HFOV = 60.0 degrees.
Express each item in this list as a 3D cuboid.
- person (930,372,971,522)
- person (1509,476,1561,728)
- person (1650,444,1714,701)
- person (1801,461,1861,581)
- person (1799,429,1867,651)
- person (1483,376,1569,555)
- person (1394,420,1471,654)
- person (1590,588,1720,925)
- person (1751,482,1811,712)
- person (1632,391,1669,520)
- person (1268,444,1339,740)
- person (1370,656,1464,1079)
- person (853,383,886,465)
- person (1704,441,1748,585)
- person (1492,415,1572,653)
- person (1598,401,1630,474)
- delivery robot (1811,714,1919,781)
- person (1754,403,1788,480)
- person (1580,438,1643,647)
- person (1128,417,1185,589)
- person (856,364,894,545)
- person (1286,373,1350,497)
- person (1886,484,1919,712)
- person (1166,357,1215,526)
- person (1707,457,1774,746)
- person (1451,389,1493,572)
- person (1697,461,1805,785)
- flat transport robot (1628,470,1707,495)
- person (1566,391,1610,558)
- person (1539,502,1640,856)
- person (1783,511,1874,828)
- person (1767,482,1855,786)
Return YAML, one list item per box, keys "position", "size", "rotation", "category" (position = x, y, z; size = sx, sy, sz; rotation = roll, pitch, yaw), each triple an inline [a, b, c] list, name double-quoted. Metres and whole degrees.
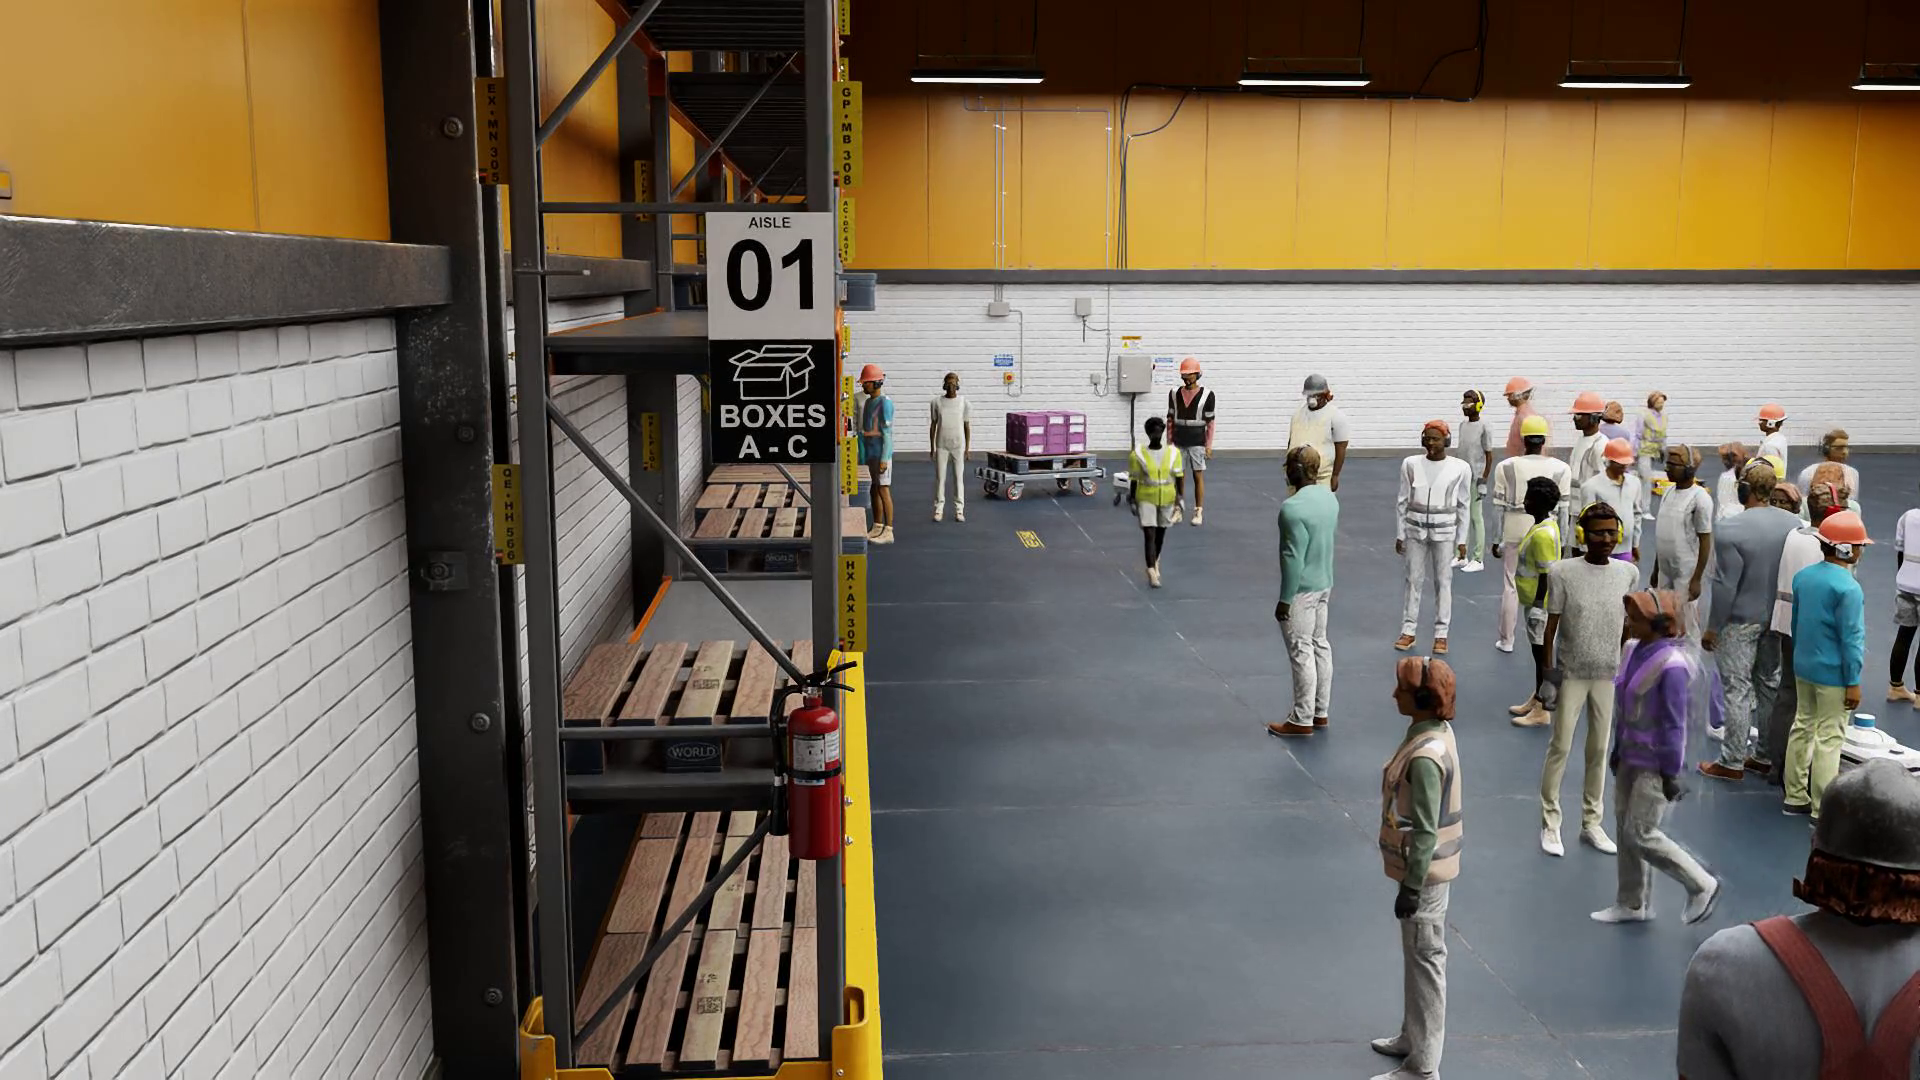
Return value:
- position: [-0.121, -1.139, 20.480]
  size: [0.506, 1.846, 0.346]
  rotation: [0, 9, -1]
  category: "person"
- position: [3.891, 0.414, 11.187]
  size: [0.322, 1.697, 0.531]
  rotation: [3, 10, 19]
  category: "person"
- position: [5.112, 0.236, 11.843]
  size: [0.347, 1.847, 0.505]
  rotation: [-2, 9, -11]
  category: "person"
- position: [6.561, 0.213, 12.655]
  size: [0.497, 1.633, 0.285]
  rotation: [7, 11, 36]
  category: "person"
- position: [7.104, -0.024, 13.664]
  size: [0.526, 1.796, 1.031]
  rotation: [-2, 9, -13]
  category: "person"
- position: [6.156, -0.783, 17.915]
  size: [0.856, 1.959, 0.631]
  rotation: [2, 9, 12]
  category: "person"
- position: [3.792, -0.028, 13.387]
  size: [0.573, 1.883, 0.356]
  rotation: [5, 10, 28]
  category: "person"
- position: [3.215, 1.017, 7.657]
  size: [0.437, 1.625, 0.515]
  rotation: [0, 9, -1]
  category: "person"
- position: [5.572, 0.419, 11.343]
  size: [0.522, 1.638, 0.310]
  rotation: [7, 12, 38]
  category: "person"
- position: [8.550, -1.072, 20.827]
  size: [0.557, 1.609, 0.625]
  rotation: [-6, 11, -32]
  category: "person"
- position: [2.260, 0.336, 10.923]
  size: [0.355, 1.937, 0.634]
  rotation: [7, 11, 36]
  category: "person"
- position: [1.716, 1.235, 6.216]
  size: [0.307, 1.641, 0.512]
  rotation: [3, 9, 16]
  category: "person"
- position: [-1.250, -1.482, 22.917]
  size: [0.524, 1.761, 0.338]
  rotation: [4, 10, 25]
  category: "person"
- position: [6.609, -0.038, 14.244]
  size: [0.544, 1.617, 0.382]
  rotation: [-6, 11, -33]
  category: "person"
- position: [4.566, -0.038, 13.344]
  size: [0.586, 1.920, 0.397]
  rotation: [2, 9, 13]
  category: "person"
- position: [7.246, -0.737, 18.616]
  size: [0.282, 1.633, 0.501]
  rotation: [-8, 12, -41]
  category: "person"
- position: [5.084, 1.226, 9.378]
  size: [0.477, 0.478, 0.707]
  rotation: [-2, 9, -11]
  category: "delivery robot"
- position: [8.118, -0.499, 16.742]
  size: [0.327, 1.752, 0.562]
  rotation: [5, 10, 30]
  category: "person"
- position: [5.266, 0.036, 13.431]
  size: [0.578, 1.738, 0.354]
  rotation: [-3, 10, -19]
  category: "person"
- position: [1.926, -0.396, 16.400]
  size: [0.528, 1.655, 0.864]
  rotation: [-1, 9, -9]
  category: "person"
- position: [-0.968, -0.965, 18.815]
  size: [0.396, 2.036, 0.601]
  rotation: [-5, 10, -27]
  category: "person"
- position: [3.637, -0.716, 17.213]
  size: [0.683, 2.000, 0.538]
  rotation: [9, 13, 44]
  category: "person"
- position: [6.742, 0.349, 11.602]
  size: [0.317, 1.695, 0.540]
  rotation: [-1, 9, -8]
  category: "person"
- position: [2.780, -1.190, 20.184]
  size: [0.606, 2.044, 0.373]
  rotation: [4, 10, 26]
  category: "person"
- position: [5.103, 0.392, 10.809]
  size: [0.329, 1.867, 0.508]
  rotation: [9, 13, 44]
  category: "person"
- position: [5.230, -0.609, 17.079]
  size: [0.328, 1.872, 0.513]
  rotation: [-4, 10, -23]
  category: "person"
- position: [4.713, 0.494, 9.935]
  size: [0.627, 1.941, 0.371]
  rotation: [-3, 10, -20]
  category: "person"
- position: [9.807, -0.826, 23.441]
  size: [0.652, 0.197, 1.431]
  rotation: [-2, 9, -10]
  category: "flat transport robot"
- position: [5.366, -0.256, 14.315]
  size: [0.372, 2.044, 0.608]
  rotation: [0, 9, 1]
  category: "person"
- position: [3.297, 0.723, 8.705]
  size: [0.521, 1.874, 0.328]
  rotation: [-1, 9, -3]
  category: "person"
- position: [4.788, 0.711, 9.148]
  size: [0.327, 1.752, 0.561]
  rotation: [-1, 9, -4]
  category: "person"
- position: [4.957, 0.580, 9.693]
  size: [0.389, 1.842, 0.565]
  rotation: [-2, 9, -11]
  category: "person"
